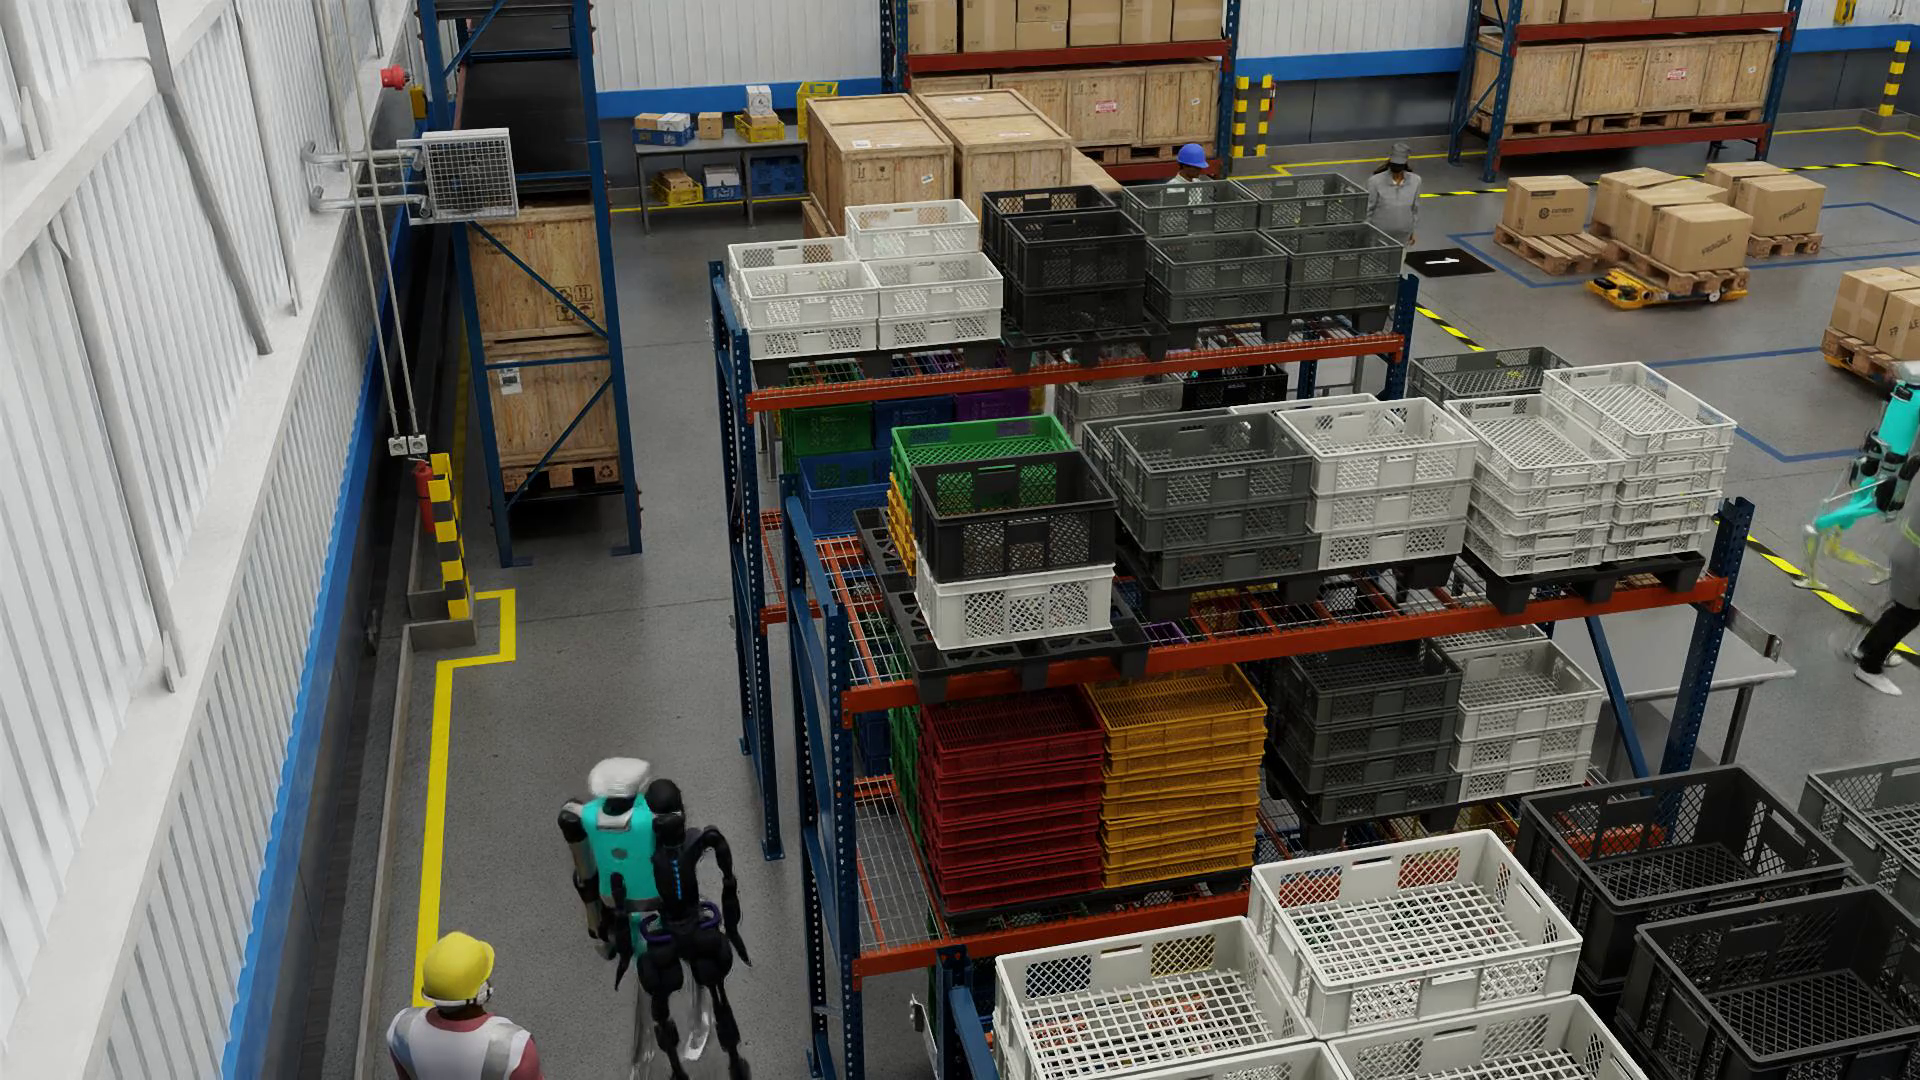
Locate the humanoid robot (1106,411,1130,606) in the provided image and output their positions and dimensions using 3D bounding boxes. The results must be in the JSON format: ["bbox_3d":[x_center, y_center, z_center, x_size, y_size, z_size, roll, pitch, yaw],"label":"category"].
[{"bbox_3d":[0.999,-0.161,10.872,0.714,1.635,0.589,4,28,8],"label":"humanoid robot"}]

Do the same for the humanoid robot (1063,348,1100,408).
[{"bbox_3d":[1.070,-0.710,11.674,0.735,1.677,0.533,-2,28,-4],"label":"humanoid robot"}]

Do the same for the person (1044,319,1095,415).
[{"bbox_3d":[0.773,-0.682,11.620,0.348,1.878,0.605,22,35,36],"label":"person"}]

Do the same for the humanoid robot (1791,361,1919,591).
[{"bbox_3d":[6.028,-0.361,11.156,1.044,1.725,0.550,-1,28,-2],"label":"humanoid robot"}]

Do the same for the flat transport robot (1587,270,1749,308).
[{"bbox_3d":[7.236,-2.615,16.978,1.431,0.197,0.652,-6,28,-12],"label":"flat transport robot"}]

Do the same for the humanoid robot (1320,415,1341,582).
[{"bbox_3d":[2.290,-0.058,10.653,0.602,1.649,0.356,-21,34,-34],"label":"humanoid robot"}]

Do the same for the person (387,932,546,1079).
[{"bbox_3d":[-1.749,2.197,6.200,0.589,1.833,0.404,6,28,11],"label":"person"}]

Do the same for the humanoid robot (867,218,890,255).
[{"bbox_3d":[-0.396,-1.785,13.961,0.803,1.885,0.553,-5,28,-10],"label":"humanoid robot"}]

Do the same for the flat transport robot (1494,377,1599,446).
[{"bbox_3d":[4.780,-1.036,14.013,0.659,0.231,1.431,-6,28,-12],"label":"flat transport robot"}]

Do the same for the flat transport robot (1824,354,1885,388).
[{"bbox_3d":[8.473,-1.467,14.800,0.652,0.197,1.431,-6,28,-12],"label":"flat transport robot"}]

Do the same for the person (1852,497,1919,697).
[{"bbox_3d":[5.875,0.154,10.098,0.491,1.810,0.619,18,33,30],"label":"person"}]

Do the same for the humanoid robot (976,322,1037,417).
[{"bbox_3d":[0.158,-1.047,12.521,0.902,1.827,0.563,-4,28,-8],"label":"humanoid robot"}]

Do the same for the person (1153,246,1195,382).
[{"bbox_3d":[1.645,-1.324,12.676,0.403,2.036,0.598,13,31,24],"label":"person"}]

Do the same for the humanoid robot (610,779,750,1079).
[{"bbox_3d":[-1.208,1.761,7.206,0.587,1.649,0.342,-12,30,-21],"label":"humanoid robot"}]

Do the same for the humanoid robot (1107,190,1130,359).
[{"bbox_3d":[1.414,-2.343,14.975,0.353,1.654,0.602,-3,28,-5],"label":"humanoid robot"}]

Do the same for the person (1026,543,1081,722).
[{"bbox_3d":[0.421,0.777,8.885,0.623,1.843,0.431,5,28,9],"label":"person"}]

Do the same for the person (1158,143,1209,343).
[{"bbox_3d":[2.048,-2.712,15.407,0.411,1.939,0.602,20,34,33],"label":"person"}]

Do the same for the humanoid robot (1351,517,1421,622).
[{"bbox_3d":[2.705,0.072,10.394,0.615,1.650,0.354,12,30,22],"label":"humanoid robot"}]

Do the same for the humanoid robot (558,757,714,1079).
[{"bbox_3d":[-1.352,1.593,7.414,0.557,1.769,0.789,4,28,7],"label":"humanoid robot"}]

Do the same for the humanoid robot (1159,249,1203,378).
[{"bbox_3d":[1.785,-1.421,13.224,0.543,1.843,0.716,-22,35,-36],"label":"humanoid robot"}]

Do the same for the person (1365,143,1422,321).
[{"bbox_3d":[4.134,-2.959,16.051,0.567,1.766,0.398,-3,28,-6],"label":"person"}]
